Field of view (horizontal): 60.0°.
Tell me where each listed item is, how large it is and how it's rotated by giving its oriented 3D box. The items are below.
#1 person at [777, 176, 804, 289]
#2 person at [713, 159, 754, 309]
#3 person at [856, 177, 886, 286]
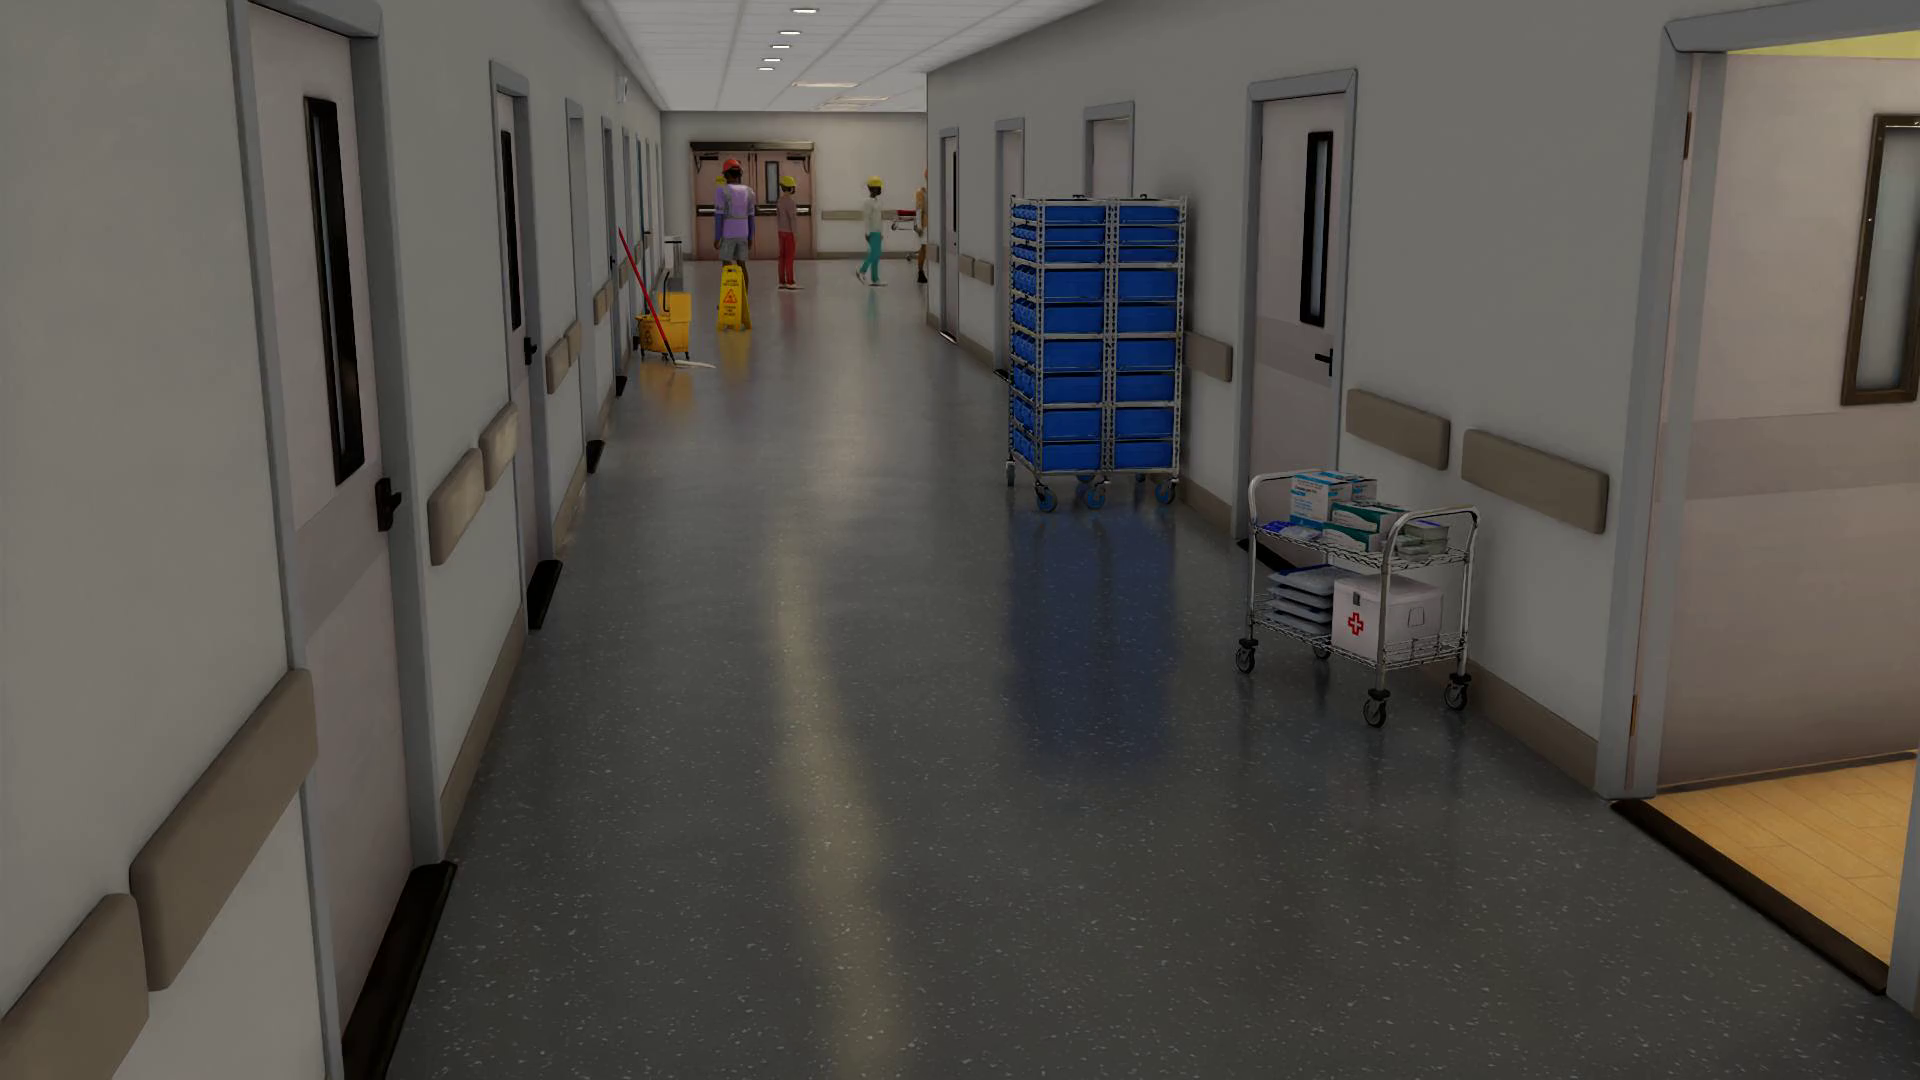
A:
[{"bbox_3d":[-2.711,-4.853,26.316,0.314,1.769,0.524,-8,15,-33],"label":"person"},{"bbox_3d":[-3.080,-4.148,22.614,0.612,2.028,0.409,-11,17,-41],"label":"person"},{"bbox_3d":[-1.400,-4.972,26.857,0.407,1.752,0.549,5,14,20],"label":"person"}]
